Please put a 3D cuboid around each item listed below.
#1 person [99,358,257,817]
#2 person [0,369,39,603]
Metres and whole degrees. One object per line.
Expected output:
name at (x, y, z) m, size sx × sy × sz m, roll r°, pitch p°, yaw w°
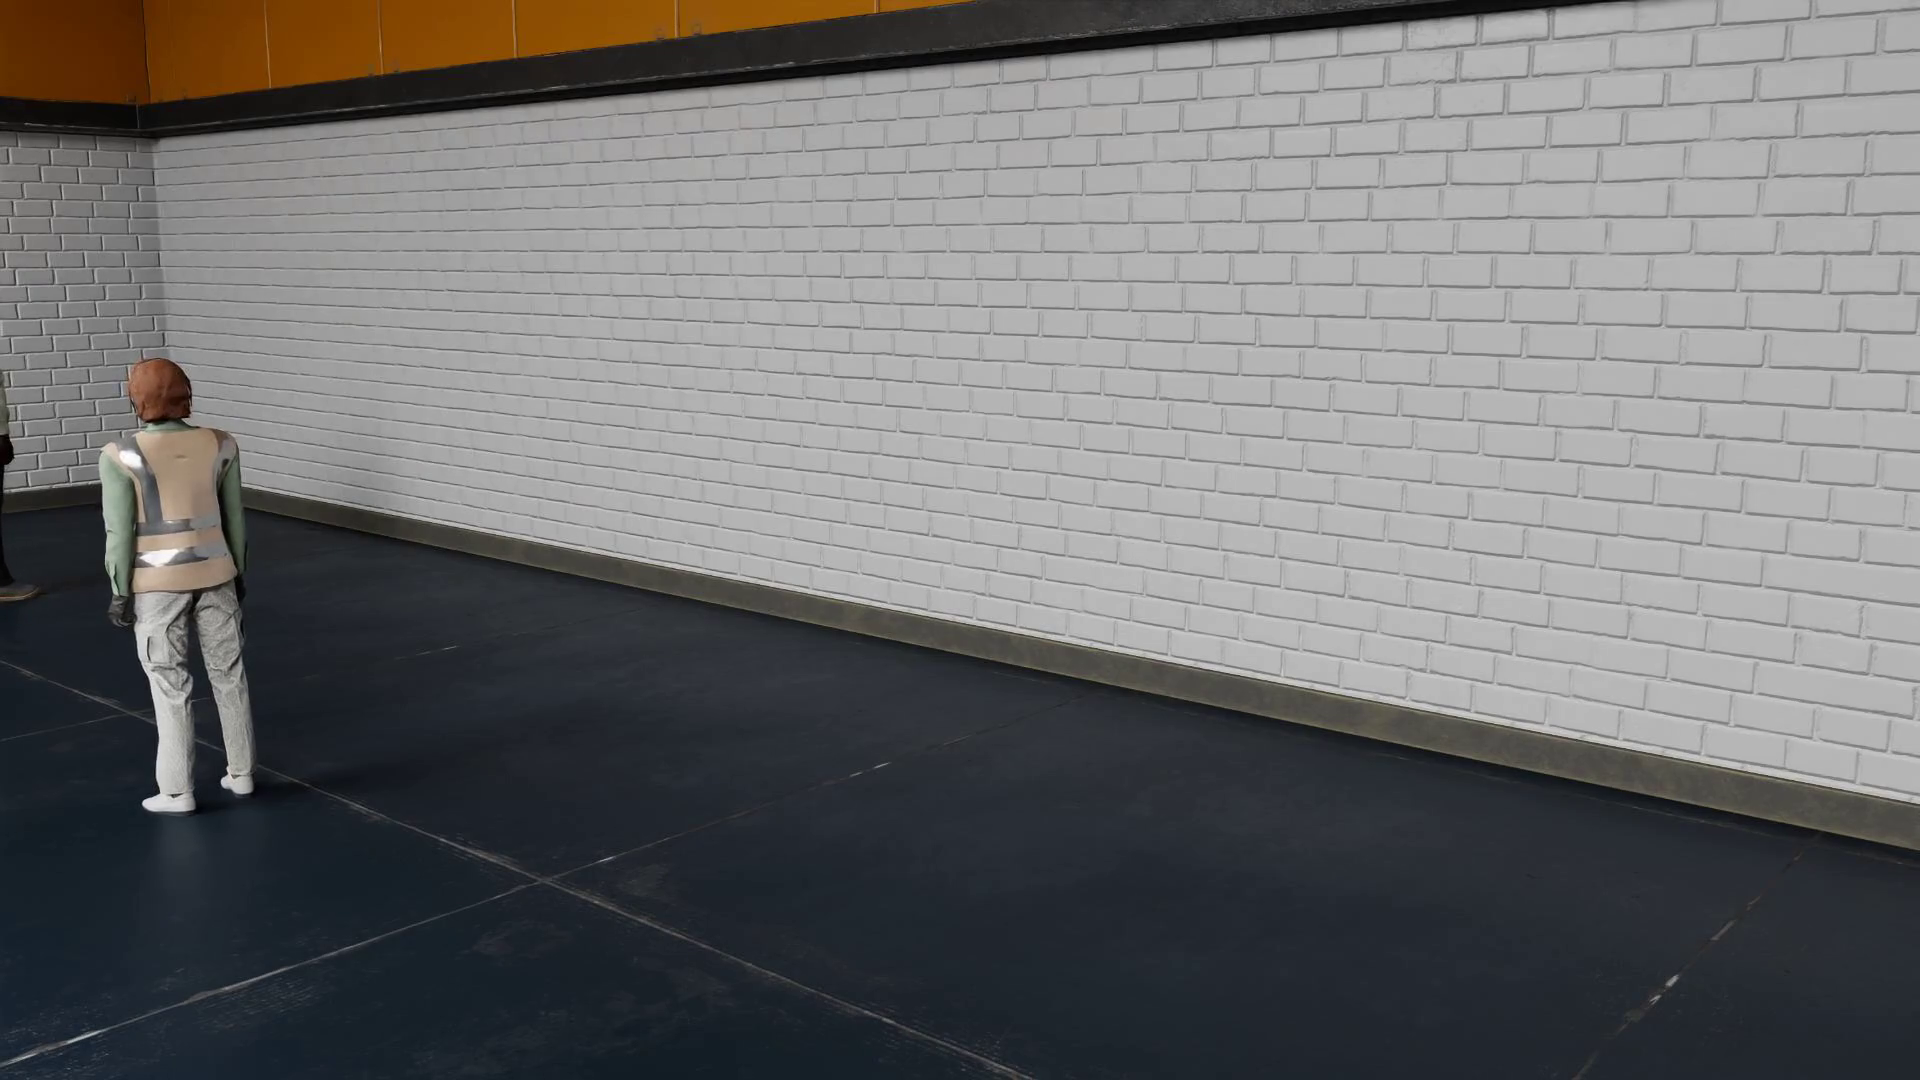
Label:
person at (-2.792, 0.171, 5.961) m, size 0.315 × 1.636 × 0.515 m, roll 8°, pitch 13°, yaw 37°
person at (-5.643, -0.632, 9.510) m, size 0.622 × 1.992 × 0.396 m, roll 4°, pitch 11°, yaw 24°
